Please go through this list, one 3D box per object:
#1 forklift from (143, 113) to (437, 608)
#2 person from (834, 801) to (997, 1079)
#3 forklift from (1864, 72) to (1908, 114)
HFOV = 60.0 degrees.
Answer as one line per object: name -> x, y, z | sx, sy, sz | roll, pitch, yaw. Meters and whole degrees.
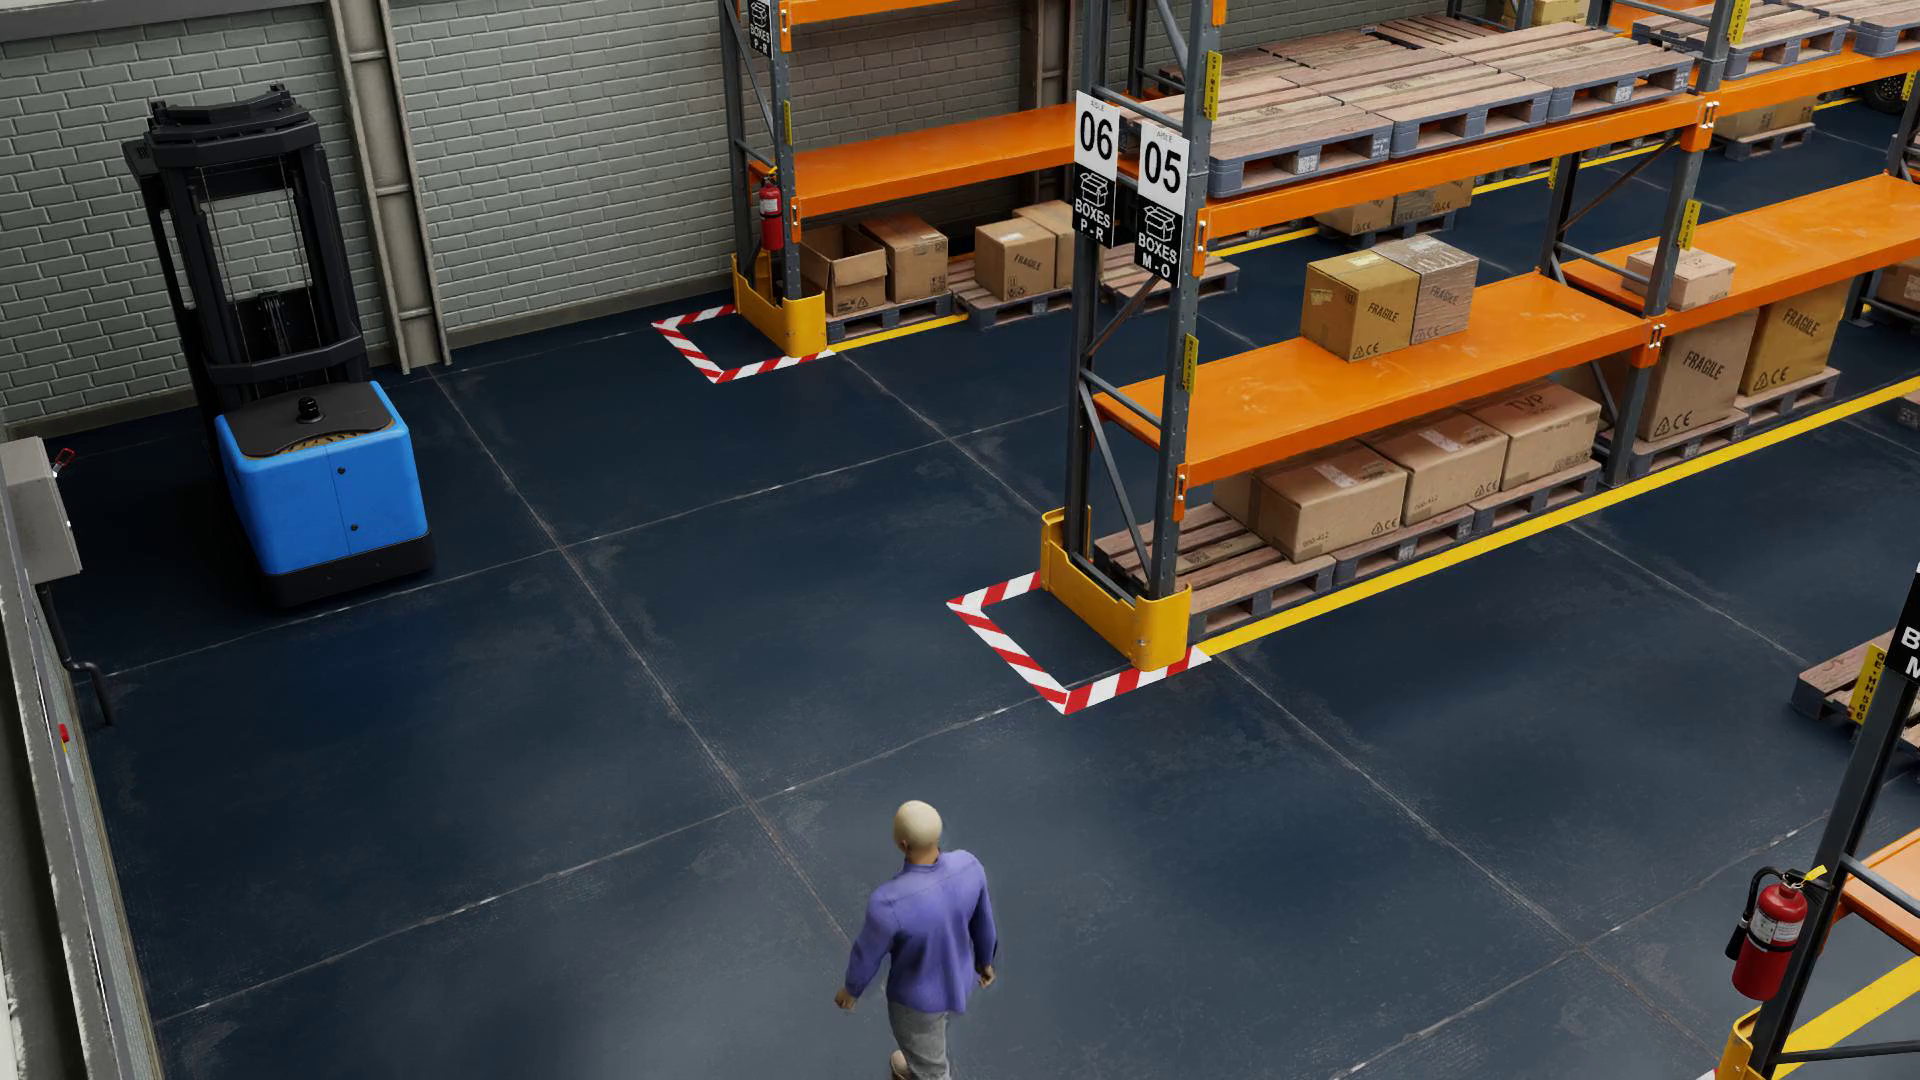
forklift -> -4.289, -1.259, 10.509 | 1.129, 2.768, 1.873 | -17, 36, -26
person -> -0.196, 1.740, 6.694 | 0.608, 1.771, 0.757 | -25, 40, -34
forklift -> 11.468, -5.645, 18.244 | 1.214, 2.155, 2.313 | -17, 36, -26
